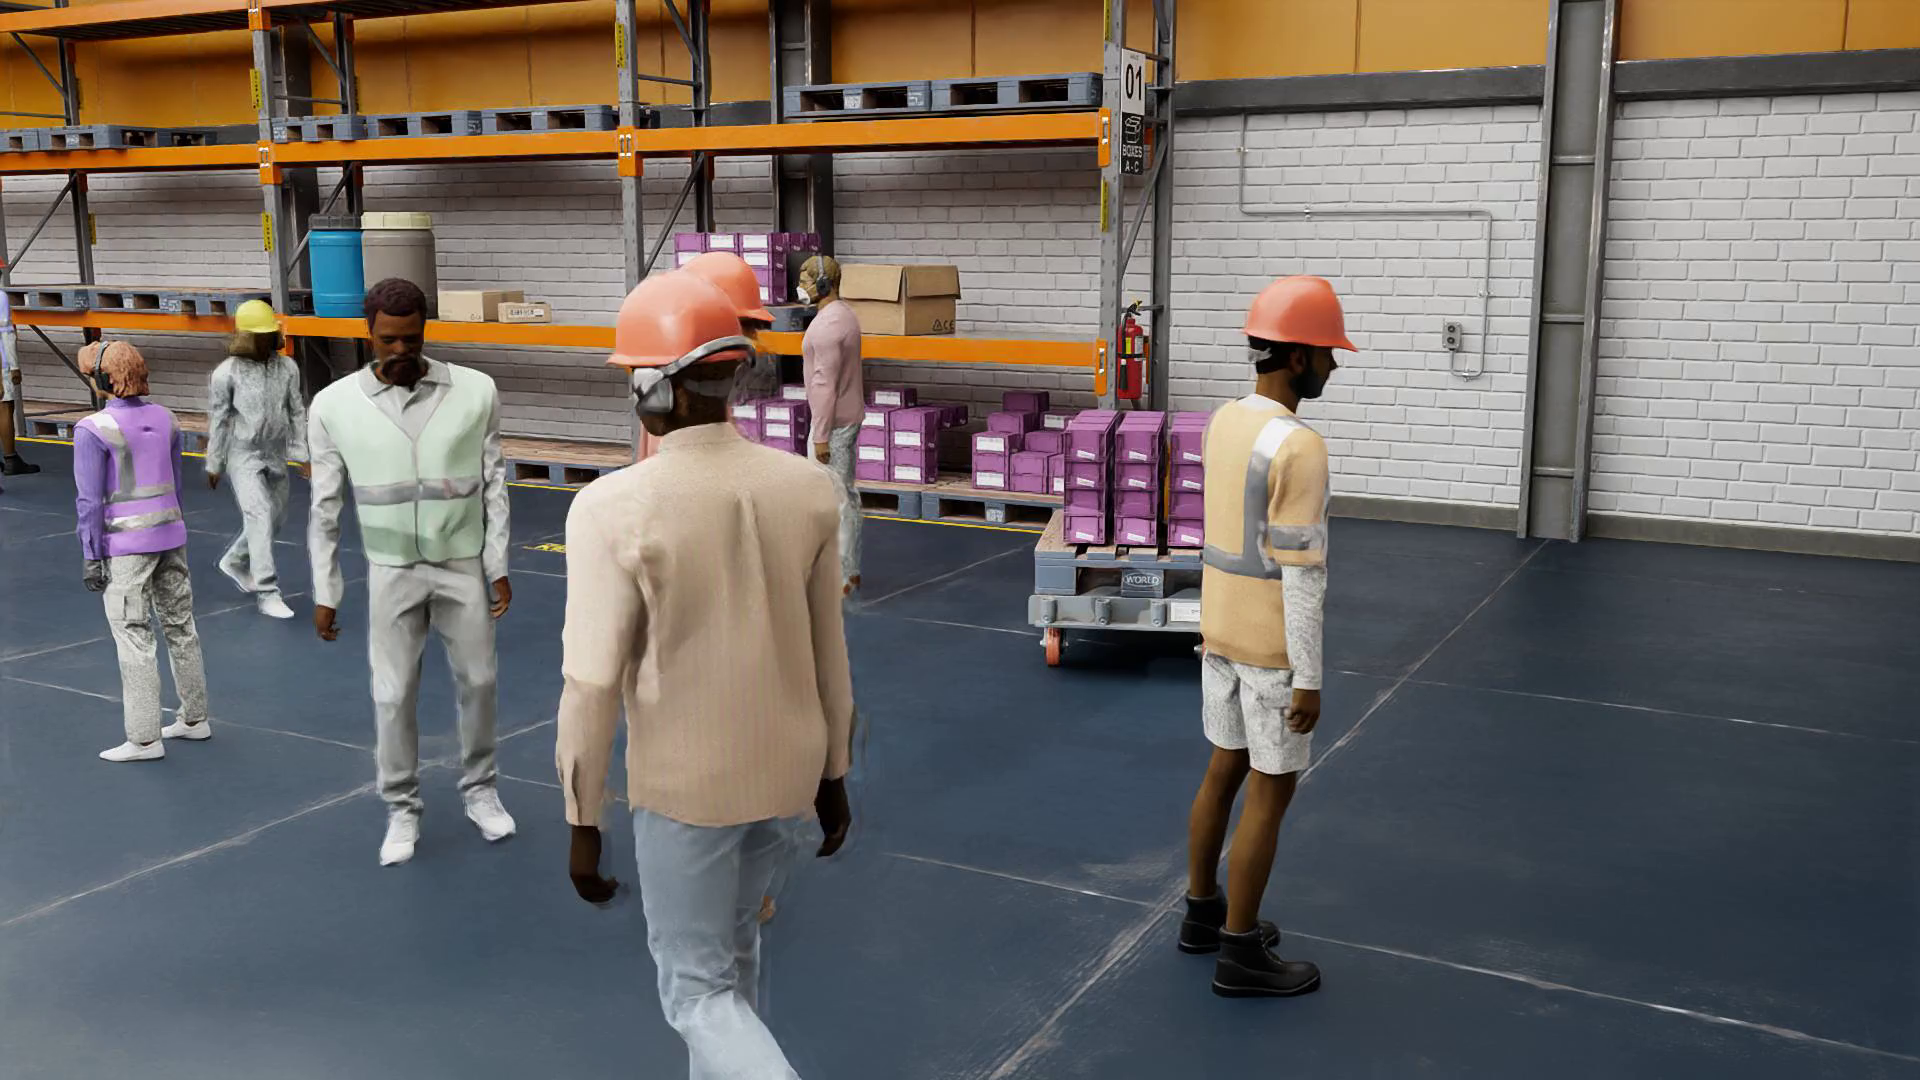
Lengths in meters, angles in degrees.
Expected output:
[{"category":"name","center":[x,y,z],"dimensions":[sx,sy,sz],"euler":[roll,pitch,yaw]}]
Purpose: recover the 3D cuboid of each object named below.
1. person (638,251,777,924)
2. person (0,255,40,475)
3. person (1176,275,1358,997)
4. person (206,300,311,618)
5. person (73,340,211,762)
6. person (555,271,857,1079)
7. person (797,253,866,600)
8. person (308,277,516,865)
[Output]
[{"category":"person","center":[-0.731,0.158,4.881],"dimensions":[0.410,1.980,0.624],"euler":[-2,11,-13]},{"category":"person","center":[-8.208,-1.514,14.158],"dimensions":[0.542,1.938,0.358],"euler":[4,11,20]},{"category":"person","center":[0.833,0.262,4.463],"dimensions":[0.389,1.926,0.543],"euler":[-3,11,-17]},{"category":"person","center":[-3.849,-0.451,8.972],"dimensions":[0.729,1.704,0.504],"euler":[6,12,30]},{"category":"person","center":[-3.199,0.043,6.474],"dimensions":[0.318,1.631,0.514],"euler":[3,11,14]},{"category":"person","center":[-0.415,0.474,3.196],"dimensions":[0.867,1.965,0.626],"euler":[10,14,43]},{"category":"person","center":[-0.720,-0.626,9.309],"dimensions":[0.376,1.933,0.625],"euler":[1,10,6]},{"category":"person","center":[-1.784,0.100,5.417],"dimensions":[0.627,1.896,0.468],"euler":[-4,11,-22]}]
